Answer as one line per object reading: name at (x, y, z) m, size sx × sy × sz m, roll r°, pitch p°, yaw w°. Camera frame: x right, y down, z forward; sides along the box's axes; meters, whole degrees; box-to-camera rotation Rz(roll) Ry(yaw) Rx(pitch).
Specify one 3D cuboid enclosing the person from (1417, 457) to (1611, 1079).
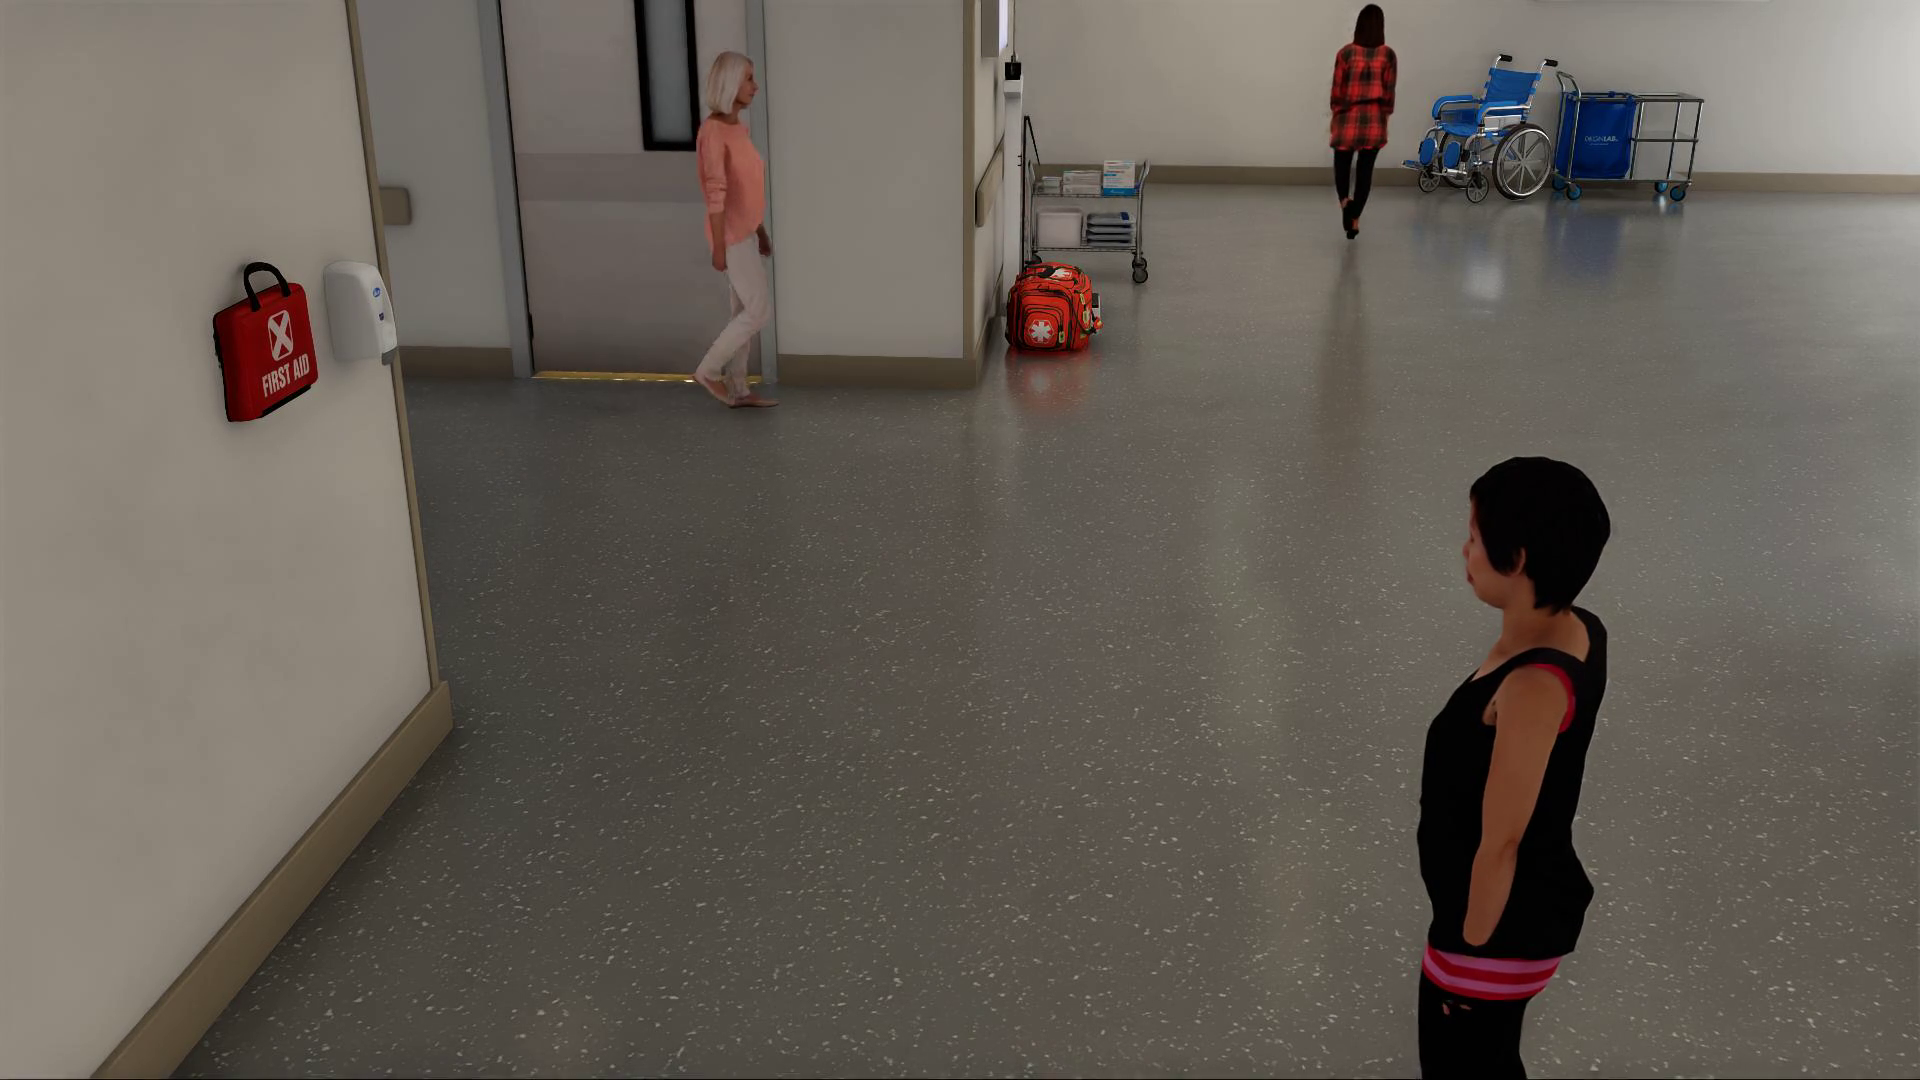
person at (0.911, 0.608, 2.777) m, size 0.679 × 1.550 × 0.566 m, roll 10°, pitch 23°, yaw 24°

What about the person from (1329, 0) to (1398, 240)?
person at (2.915, -3.010, 12.133) m, size 0.676 × 1.688 × 0.916 m, roll 4°, pitch 21°, yaw 12°

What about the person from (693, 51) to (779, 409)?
person at (-1.159, -1.458, 8.000) m, size 0.649 × 1.714 × 0.559 m, roll 2°, pitch 21°, yaw 5°
